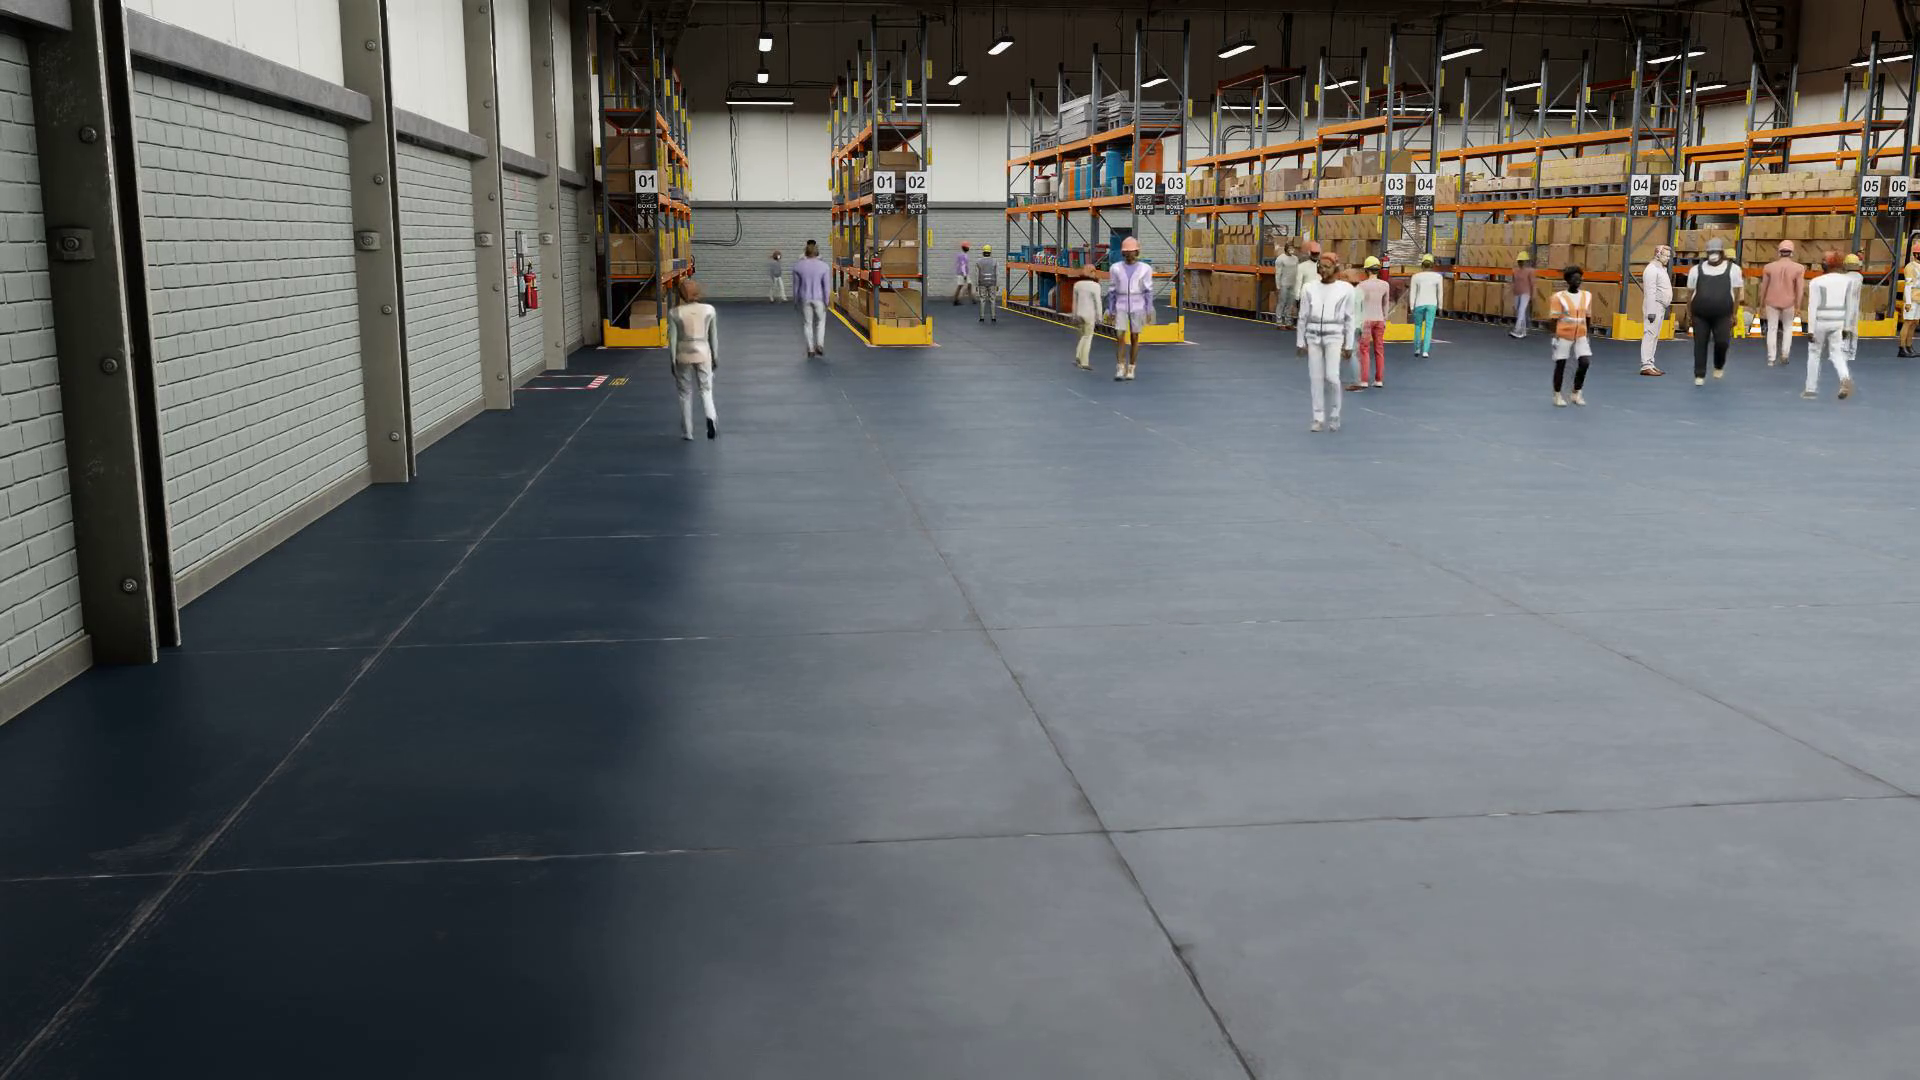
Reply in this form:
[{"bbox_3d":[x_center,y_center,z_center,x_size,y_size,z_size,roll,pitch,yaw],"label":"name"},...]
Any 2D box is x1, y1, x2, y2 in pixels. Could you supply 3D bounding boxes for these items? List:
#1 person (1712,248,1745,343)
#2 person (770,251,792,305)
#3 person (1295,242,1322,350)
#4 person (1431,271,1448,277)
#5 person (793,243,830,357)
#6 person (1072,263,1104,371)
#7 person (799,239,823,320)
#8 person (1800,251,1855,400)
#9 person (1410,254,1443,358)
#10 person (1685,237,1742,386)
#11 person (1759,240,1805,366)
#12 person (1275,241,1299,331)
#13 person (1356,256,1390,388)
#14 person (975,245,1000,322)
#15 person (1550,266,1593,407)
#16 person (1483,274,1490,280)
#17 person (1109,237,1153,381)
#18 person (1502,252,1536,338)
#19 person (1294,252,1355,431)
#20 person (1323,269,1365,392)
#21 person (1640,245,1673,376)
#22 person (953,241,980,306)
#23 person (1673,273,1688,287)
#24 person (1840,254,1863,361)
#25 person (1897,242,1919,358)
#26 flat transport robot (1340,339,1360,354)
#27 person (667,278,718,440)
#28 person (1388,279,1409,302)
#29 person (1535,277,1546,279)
[{"bbox_3d":[14.344,-4.542,31.131,0.630,1.809,0.518,-2,10,-9],"label":"person"},{"bbox_3d":[-5.420,-7.832,49.736,0.837,1.587,0.517,7,13,34],"label":"person"},{"bbox_3d":[6.230,-4.317,29.554,0.623,1.949,1.033,-1,10,-4],"label":"person"},{"bbox_3d":[14.207,-7.913,49.357,0.552,1.917,0.726,3,11,15],"label":"person"},{"bbox_3d":[-2.504,-4.051,28.124,0.640,1.923,0.498,0,10,1],"label":"person"},{"bbox_3d":[1.938,-3.379,25.275,0.378,1.622,0.500,-9,14,-41],"label":"person"},{"bbox_3d":[-3.641,-6.369,40.712,0.612,1.963,0.363,1,10,6],"label":"person"},{"bbox_3d":[10.764,-2.640,20.568,0.582,1.862,0.798,0,10,-1],"label":"person"},{"bbox_3d":[7.896,-3.958,28.168,0.534,1.726,0.894,4,11,20],"label":"person"},{"bbox_3d":[10.237,-3.114,22.663,0.690,2.000,0.550,5,11,26],"label":"person"},{"bbox_3d":[12.968,-3.736,26.288,0.619,1.965,0.767,5,11,26],"label":"person"},{"bbox_3d":[7.076,-5.492,36.008,0.625,1.933,0.359,-7,13,-34],"label":"person"},{"bbox_3d":[5.517,-2.924,22.382,0.535,1.766,0.318,-4,11,-22],"label":"person"},{"bbox_3d":[0.648,-6.092,39.560,0.587,1.833,0.404,0,10,-2],"label":"person"},{"bbox_3d":[7.279,-2.403,19.754,0.547,1.675,0.572,-1,10,-7],"label":"person"},{"bbox_3d":[15.843,-8.003,50.021,0.710,1.853,0.654,0,10,1],"label":"person"},{"bbox_3d":[2.385,-3.232,23.389,0.631,2.004,0.928,2,11,11],"label":"person"},{"bbox_3d":[11.180,-4.879,33.237,0.927,1.718,0.533,-8,13,-38],"label":"person"},{"bbox_3d":[3.811,-2.062,17.370,0.586,1.874,0.356,6,12,28],"label":"person"},{"bbox_3d":[5.043,-2.769,21.965,0.512,1.598,0.782,-10,14,-43],"label":"person"},{"bbox_3d":[10.241,-3.369,24.450,0.409,1.903,0.639,6,12,32],"label":"person"},{"bbox_3d":[0.220,-7.846,49.007,0.938,1.893,0.573,3,11,14],"label":"person"},{"bbox_3d":[19.651,-7.156,45.208,0.615,1.900,0.494,-2,10,-9],"label":"person"},{"bbox_3d":[14.573,-3.812,27.307,0.484,1.744,0.295,-6,12,-30],"label":"person"},{"bbox_3d":[16.099,-4.038,28.011,0.552,1.935,0.360,-8,13,-38],"label":"person"},{"bbox_3d":[6.587,-3.355,28.838,0.652,0.197,1.431,4,11,21],"label":"flat transport robot"},{"bbox_3d":[-2.626,-1.771,16.446,0.522,1.620,0.590,-4,11,-20],"label":"person"},{"bbox_3d":[10.346,-6.132,39.639,0.647,1.889,0.521,-1,10,-4],"label":"person"},{"bbox_3d":[17.308,-8.083,49.996,0.633,1.995,0.938,-6,12,-30],"label":"person"}]
